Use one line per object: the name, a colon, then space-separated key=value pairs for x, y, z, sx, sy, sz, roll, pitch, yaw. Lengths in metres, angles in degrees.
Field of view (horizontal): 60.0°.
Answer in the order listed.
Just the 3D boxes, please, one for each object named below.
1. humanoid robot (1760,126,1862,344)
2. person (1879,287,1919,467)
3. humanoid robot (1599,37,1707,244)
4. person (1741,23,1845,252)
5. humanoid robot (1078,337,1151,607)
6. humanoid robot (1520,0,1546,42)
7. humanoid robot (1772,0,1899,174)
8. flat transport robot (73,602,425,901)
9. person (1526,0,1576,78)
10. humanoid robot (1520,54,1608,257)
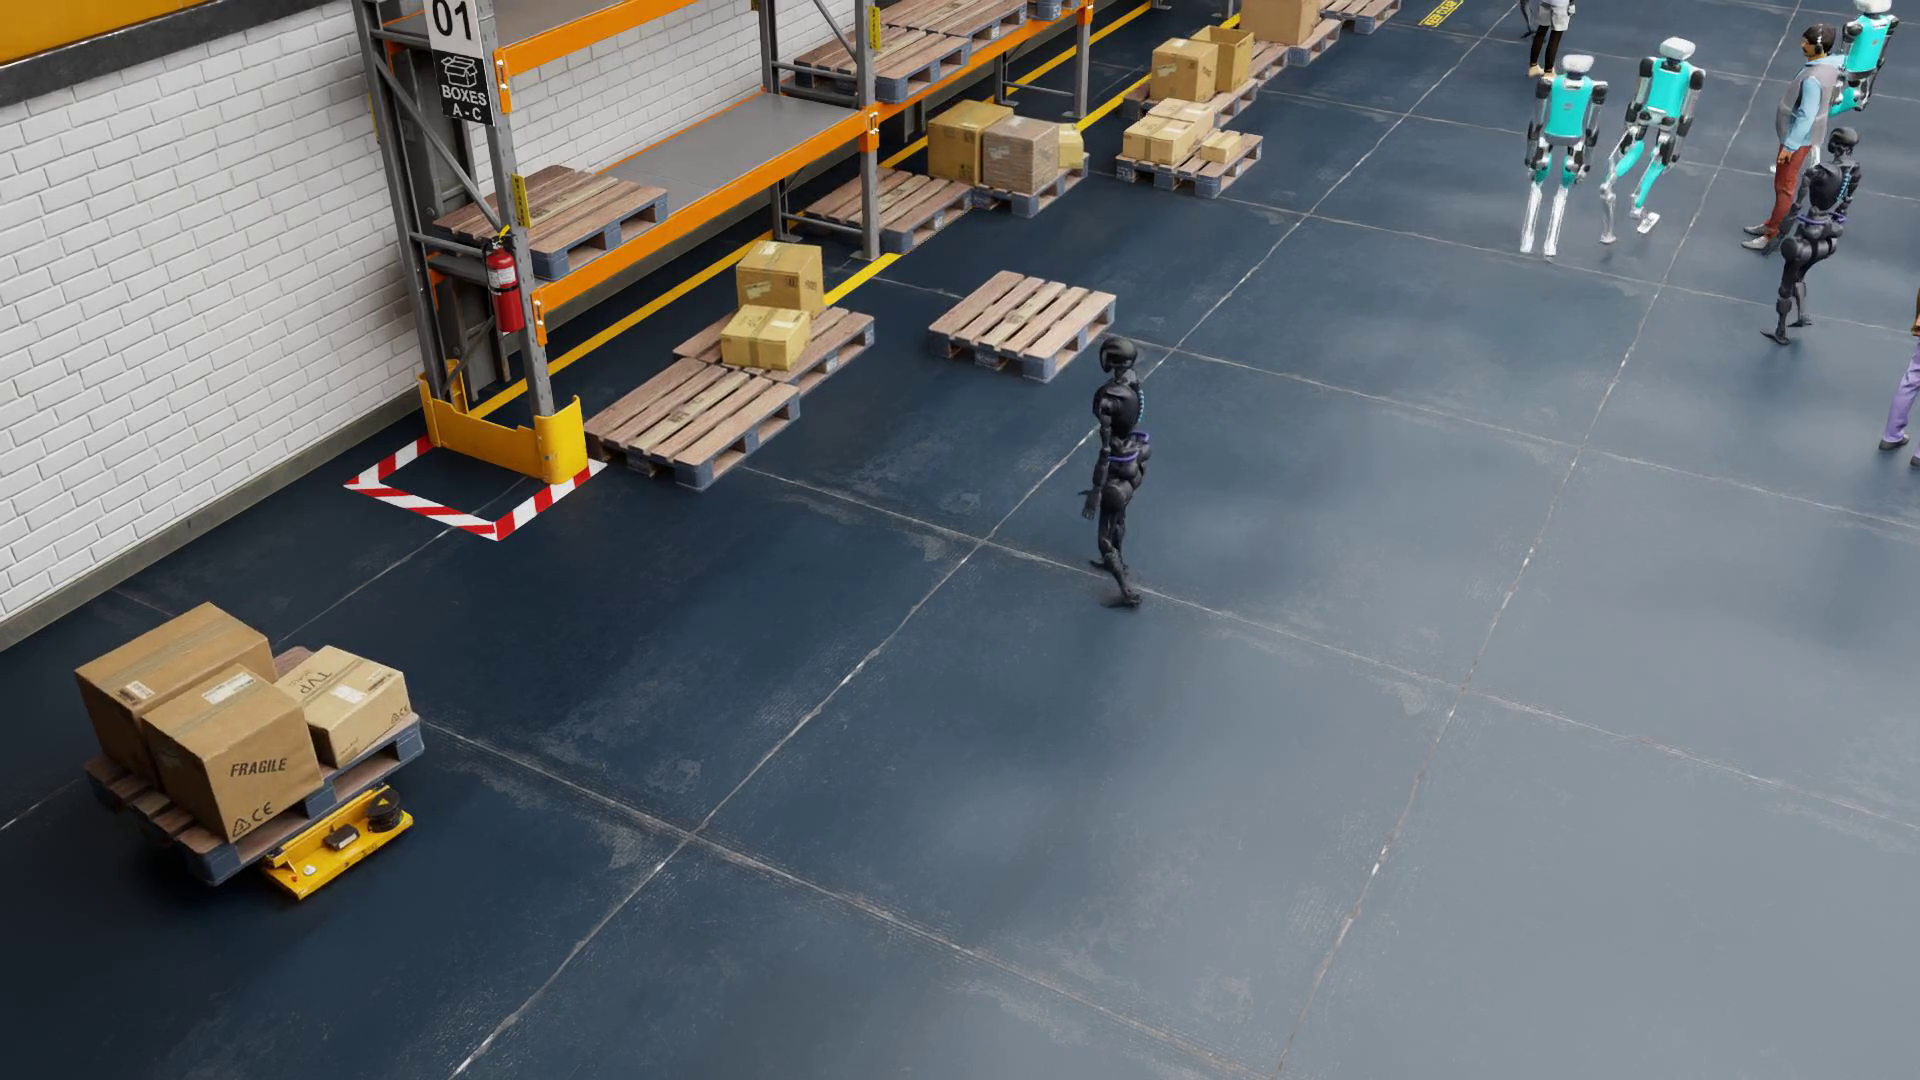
humanoid robot: x=6.257 y=-2.250 z=12.272 sx=0.599 sy=1.654 sz=0.341 roll=-11 pitch=35 yaw=-16
person: x=6.397 y=-1.342 z=10.757 sx=0.390 sy=1.837 sz=0.562 roll=-14 pitch=36 yaw=-20
humanoid robot: x=5.597 y=-3.177 z=13.656 sx=0.542 sy=1.748 sz=1.074 roll=27 pitch=42 yaw=34
person: x=6.887 y=-3.302 z=13.684 sx=0.410 sy=1.878 sz=0.529 roll=15 pitch=36 yaw=21
humanoid robot: x=0.928 y=-0.403 z=9.484 sx=0.402 sy=1.642 sz=0.602 roll=14 pitch=36 yaw=20
humanoid robot: x=6.555 y=-6.411 z=18.563 sx=0.593 sy=1.647 sz=0.360 roll=-7 pitch=34 yaw=-11
humanoid robot: x=7.801 y=-3.990 z=14.960 sx=0.551 sy=1.901 sz=0.745 roll=-11 pitch=35 yaw=-17
flat transport robot: x=-3.446 y=1.242 z=8.268 sx=1.431 sy=0.231 sz=0.659 roll=23 pitch=40 yaw=30
person: x=6.249 y=-5.638 z=17.383 sx=0.318 sy=1.696 sz=0.534 roll=-11 pitch=35 yaw=-16
humanoid robot: x=4.870 y=-3.164 z=13.528 sx=0.530 sy=1.716 sz=0.746 roll=11 pitch=35 yaw=16
